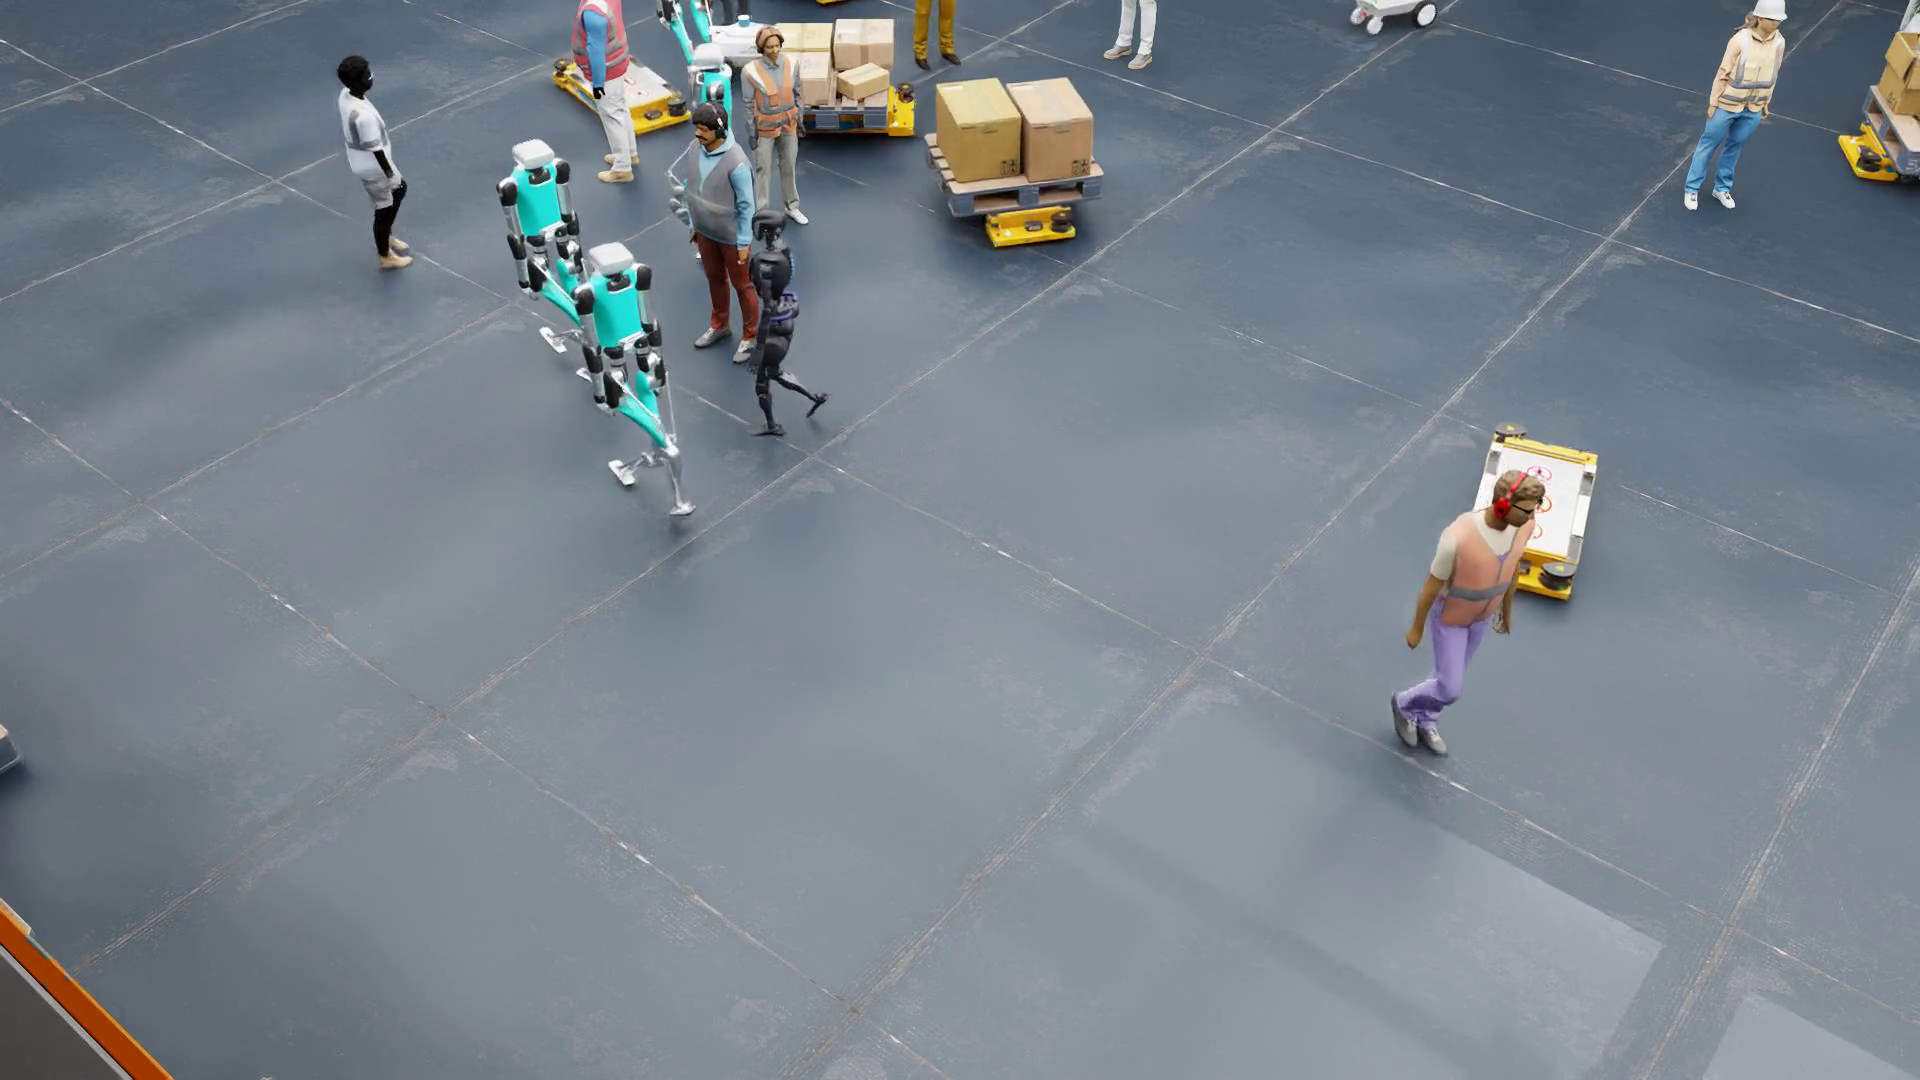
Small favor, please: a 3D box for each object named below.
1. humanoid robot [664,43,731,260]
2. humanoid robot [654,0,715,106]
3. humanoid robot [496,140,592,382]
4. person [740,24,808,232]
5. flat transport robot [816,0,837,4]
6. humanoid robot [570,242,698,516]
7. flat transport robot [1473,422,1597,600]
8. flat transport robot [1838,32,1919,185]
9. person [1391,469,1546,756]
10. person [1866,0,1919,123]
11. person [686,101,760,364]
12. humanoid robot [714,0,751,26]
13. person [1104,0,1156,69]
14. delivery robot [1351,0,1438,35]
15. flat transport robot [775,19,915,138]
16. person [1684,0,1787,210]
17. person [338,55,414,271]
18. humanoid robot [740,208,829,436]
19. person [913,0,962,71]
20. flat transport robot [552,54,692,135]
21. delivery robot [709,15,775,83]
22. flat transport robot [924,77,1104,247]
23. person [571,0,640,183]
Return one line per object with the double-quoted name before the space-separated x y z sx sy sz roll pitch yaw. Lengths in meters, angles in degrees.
"humanoid robot" -1.941 -2.732 12.223 0.683 1.879 0.548 -3 40 -4
"humanoid robot" -2.312 -4.490 14.248 0.555 1.810 0.768 -18 44 -20
"humanoid robot" -2.616 -1.770 11.024 1.009 1.736 0.547 29 48 30
"person" -1.413 -3.139 12.711 0.510 1.640 0.306 -24 46 -26
"flat transport robot" -1.493 -5.851 16.961 0.659 0.231 1.431 -24 46 -26
"humanoid robot" -1.827 -0.865 10.003 1.045 1.759 0.550 32 50 32
"flat transport robot" 3.541 -0.202 10.315 0.659 0.231 1.431 15 43 17
"flat transport robot" 8.149 -3.189 13.830 1.431 0.231 0.659 6 41 6
"person" 2.553 0.385 8.423 0.610 1.820 0.463 -19 44 -21
"person" 8.066 -4.179 13.866 0.321 1.728 0.490 -21 45 -23
"person" -1.606 -2.105 11.311 0.531 1.880 0.410 24 46 26
"humanoid robot" -2.027 -5.168 15.081 0.317 1.645 0.595 31 49 31
"person" 1.604 -5.190 14.938 0.354 1.883 0.572 -30 49 -30
"delivery robot" 4.191 -5.217 15.992 0.774 0.592 0.499 -16 43 -18
"flat transport robot" -1.116 -3.743 14.481 1.431 0.231 0.659 0 40 0
"person" 6.063 -3.417 12.968 0.488 1.732 0.360 -3 40 -3
"person" -4.289 -2.758 12.228 0.399 1.678 0.548 -19 44 -21
"humanoid robot" -1.155 -1.350 10.592 0.524 1.640 0.601 3 40 3
"person" -0.208 -5.098 14.936 0.532 1.748 0.341 -20 44 -22
"flat transport robot" -3.015 -3.985 14.766 0.659 0.231 1.431 -25 46 -27
"delivery robot" -1.945 -4.472 15.099 0.750 0.570 0.499 0 40 0
"flat transport robot" 0.409 -2.812 13.386 0.659 0.231 1.431 -10 41 -11
"person" -2.859 -3.772 13.314 0.431 1.835 0.628 0 40 0
